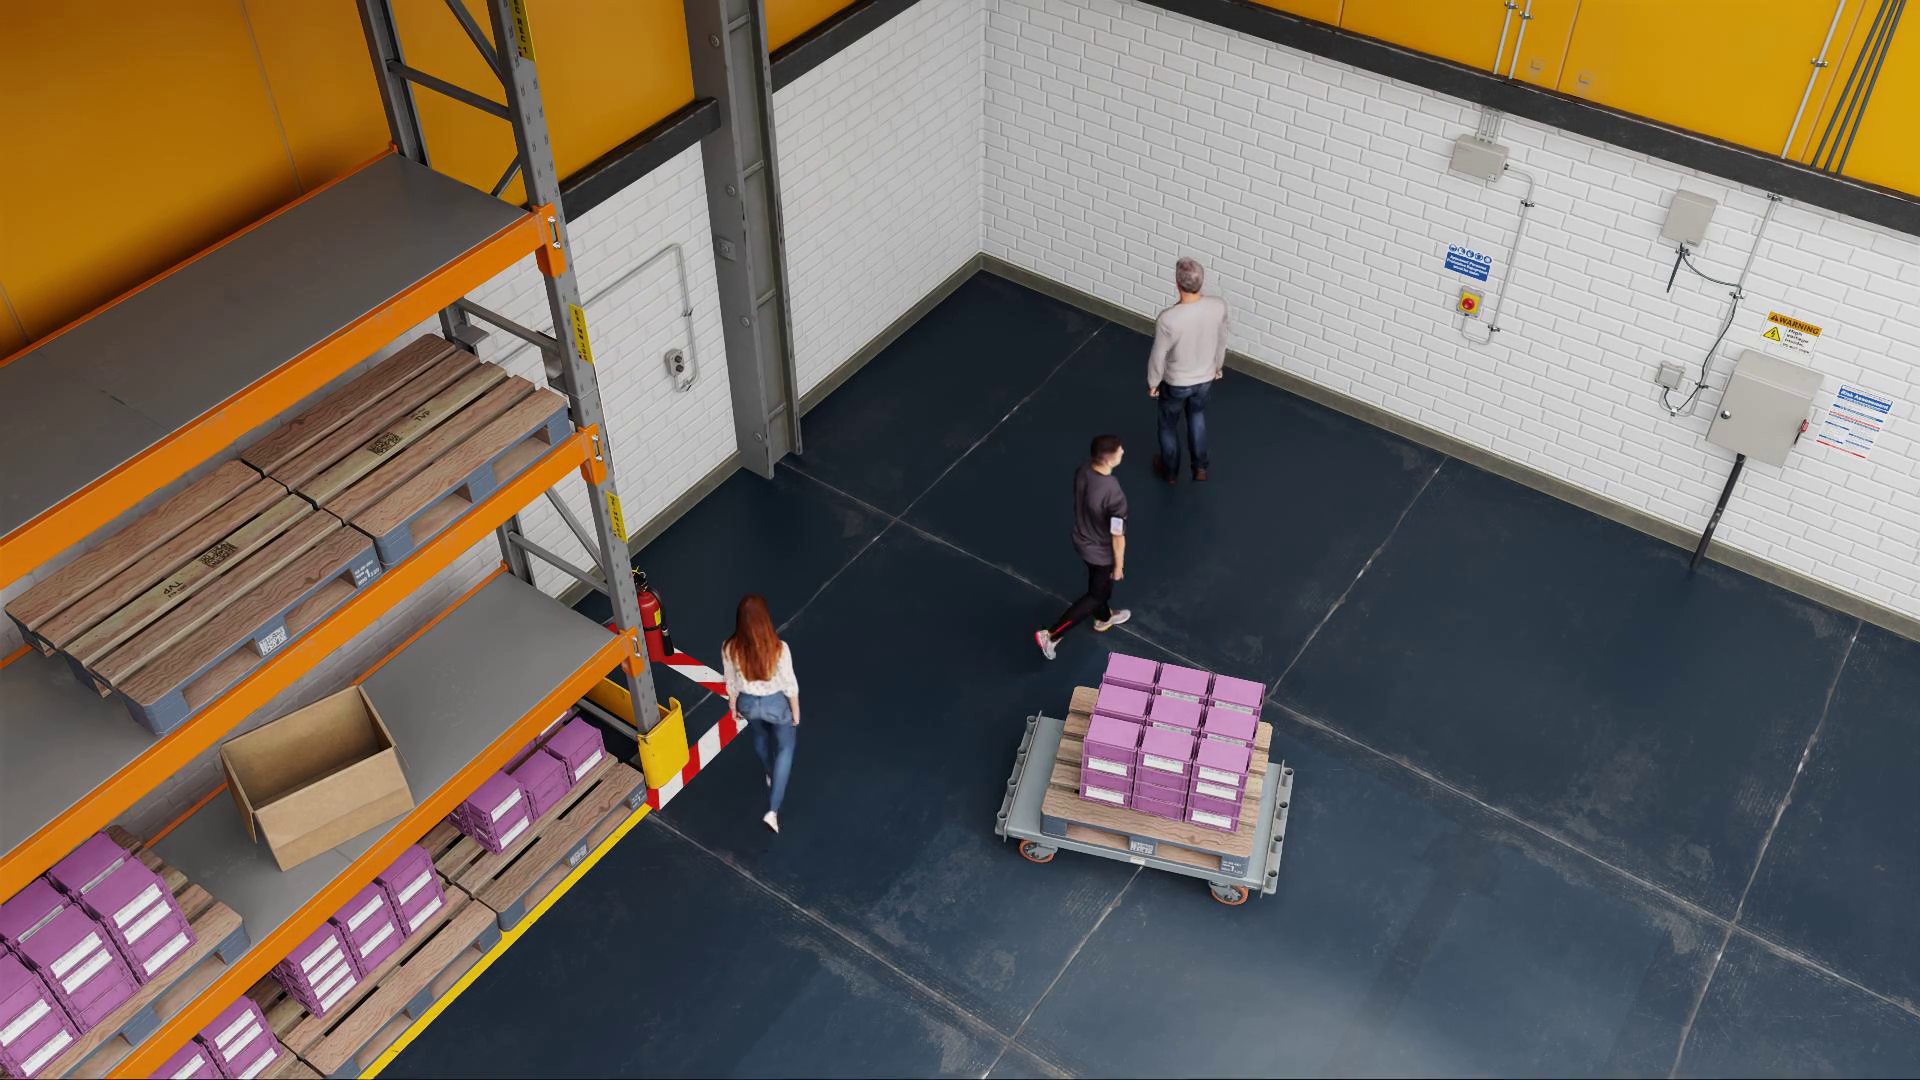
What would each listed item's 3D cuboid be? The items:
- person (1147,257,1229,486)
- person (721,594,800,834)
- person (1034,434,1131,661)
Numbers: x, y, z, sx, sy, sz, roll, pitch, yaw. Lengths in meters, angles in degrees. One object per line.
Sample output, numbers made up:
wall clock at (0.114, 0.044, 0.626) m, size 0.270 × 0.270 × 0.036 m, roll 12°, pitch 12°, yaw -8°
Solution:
person at (1.628, -1.091, 11.688) m, size 0.958 × 1.893 × 1.016 m, roll -14°, pitch 45°, yaw -14°
person at (-1.145, 1.009, 9.615) m, size 0.872 × 1.711 × 1.062 m, roll 4°, pitch 44°, yaw 4°
person at (0.804, 0.064, 10.583) m, size 1.141 × 1.744 × 0.941 m, roll -20°, pitch 47°, yaw -20°
